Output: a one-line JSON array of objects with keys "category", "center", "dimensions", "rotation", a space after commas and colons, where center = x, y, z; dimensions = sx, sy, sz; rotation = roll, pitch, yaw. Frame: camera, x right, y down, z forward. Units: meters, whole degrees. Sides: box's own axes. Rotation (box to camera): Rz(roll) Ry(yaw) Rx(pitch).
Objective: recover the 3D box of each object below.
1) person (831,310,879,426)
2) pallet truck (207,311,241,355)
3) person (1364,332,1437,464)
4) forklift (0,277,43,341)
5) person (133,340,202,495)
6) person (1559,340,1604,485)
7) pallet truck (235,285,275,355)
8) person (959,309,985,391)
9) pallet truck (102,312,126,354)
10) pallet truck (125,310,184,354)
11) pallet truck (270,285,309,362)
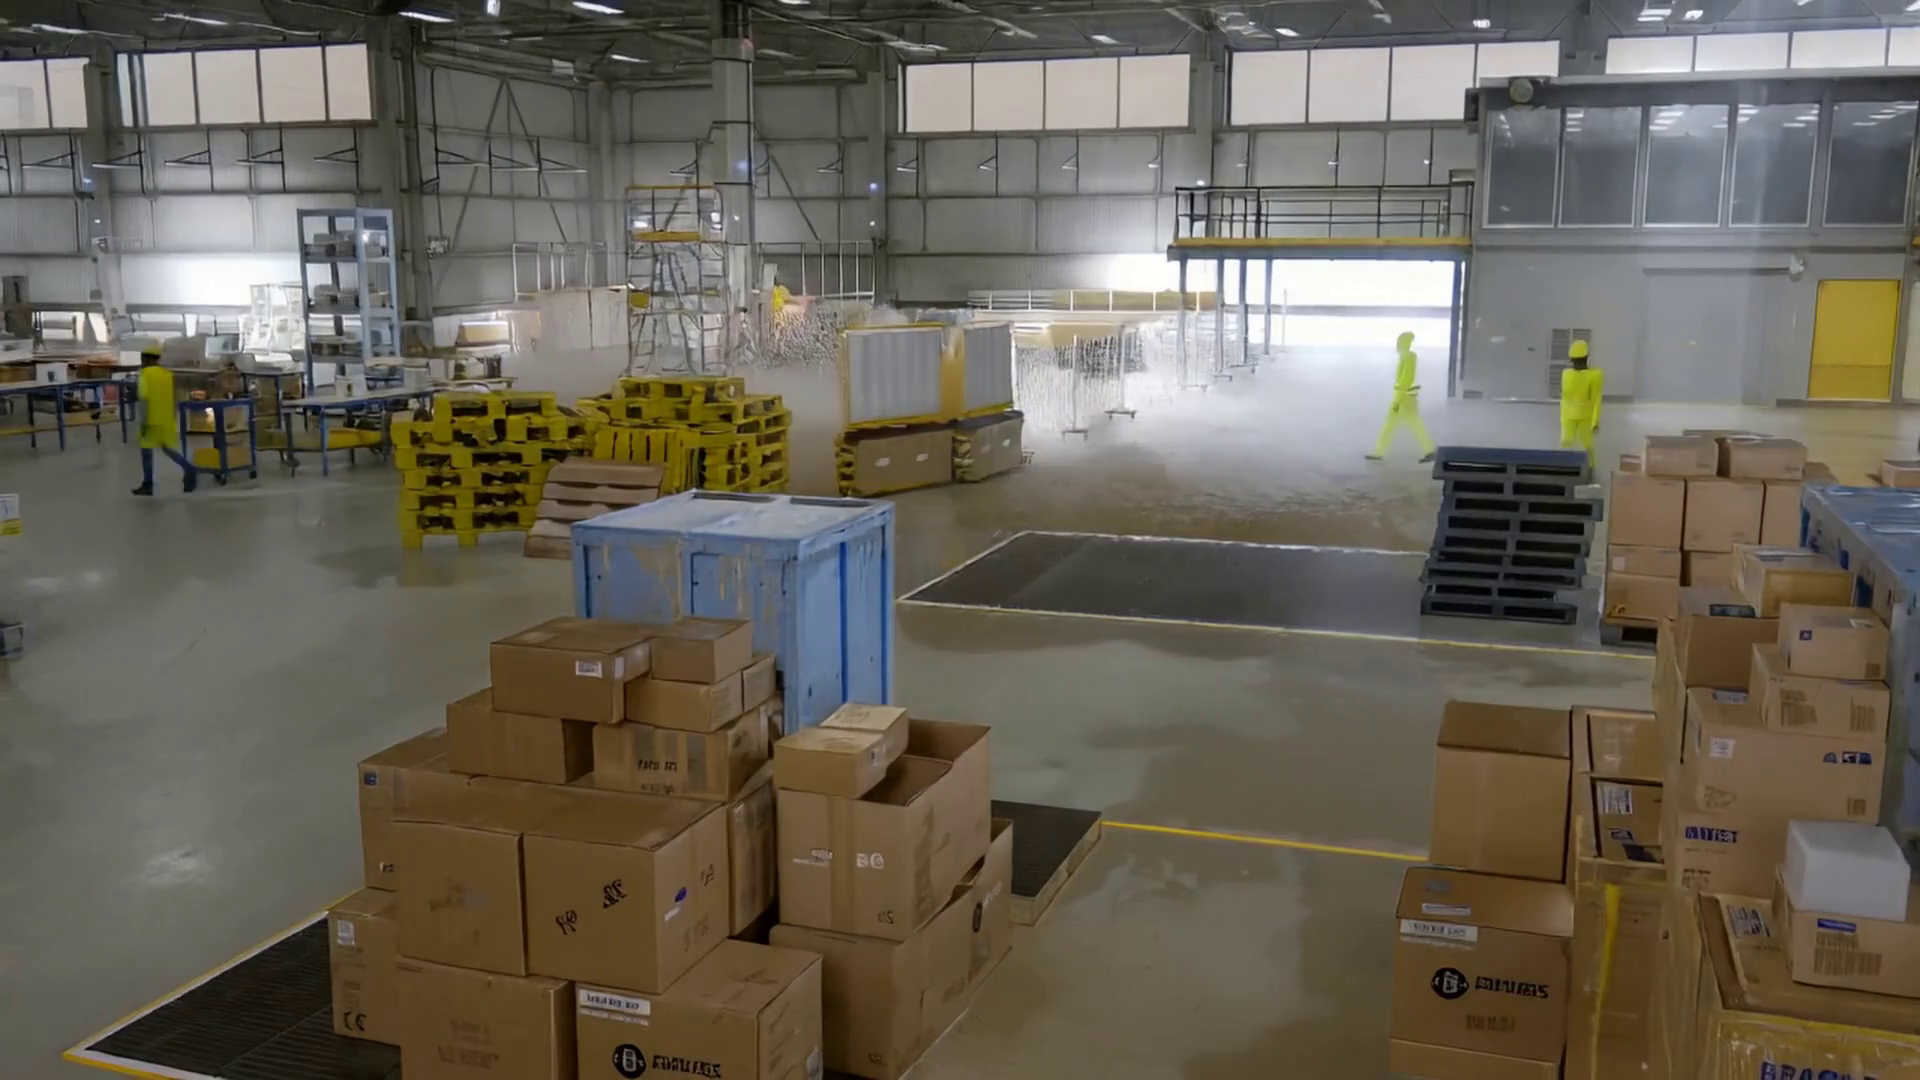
[{"category": "person", "center": [-1.737, -2.902, 28.072], "dimensions": [0.620, 1.952, 1.017], "rotation": [8, 13, 38]}, {"category": "pallet truck", "center": [-19.537, -5.575, 44.913], "dimensions": [0.653, 1.274, 1.630], "rotation": [3, 11, 19]}, {"category": "person", "center": [6.211, -1.962, 23.098], "dimensions": [0.998, 1.839, 0.580], "rotation": [0, 10, 0]}, {"category": "forklift", "center": [-27.151, -6.329, 46.328], "dimensions": [1.157, 1.987, 2.680], "rotation": [3, 11, 17]}, {"category": "person", "center": [-9.661, -1.470, 20.147], "dimensions": [0.816, 1.902, 0.600], "rotation": [2, 10, 13]}, {"category": "person", "center": [7.539, -1.483, 20.202], "dimensions": [0.546, 1.904, 0.939], "rotation": [7, 12, 35]}, {"category": "pallet truck", "center": [-18.327, -5.835, 44.421], "dimensions": [0.823, 1.965, 1.885], "rotation": [4, 11, 23]}, {"category": "person", "center": [0.267, -3.968, 34.733], "dimensions": [0.512, 1.693, 0.889], "rotation": [3, 10, 14]}, {"category": "pallet truck", "center": [-23.057, -5.777, 46.261], "dimensions": [0.680, 1.201, 1.601], "rotation": [3, 11, 19]}, {"category": "pallet truck", "center": [-22.038, -5.665, 45.457], "dimensions": [0.704, 1.261, 1.522], "rotation": [3, 11, 17]}, {"category": "pallet truck", "center": [-17.147, -5.700, 43.663], "dimensions": [0.823, 1.965, 1.885], "rotation": [3, 11, 17]}]
